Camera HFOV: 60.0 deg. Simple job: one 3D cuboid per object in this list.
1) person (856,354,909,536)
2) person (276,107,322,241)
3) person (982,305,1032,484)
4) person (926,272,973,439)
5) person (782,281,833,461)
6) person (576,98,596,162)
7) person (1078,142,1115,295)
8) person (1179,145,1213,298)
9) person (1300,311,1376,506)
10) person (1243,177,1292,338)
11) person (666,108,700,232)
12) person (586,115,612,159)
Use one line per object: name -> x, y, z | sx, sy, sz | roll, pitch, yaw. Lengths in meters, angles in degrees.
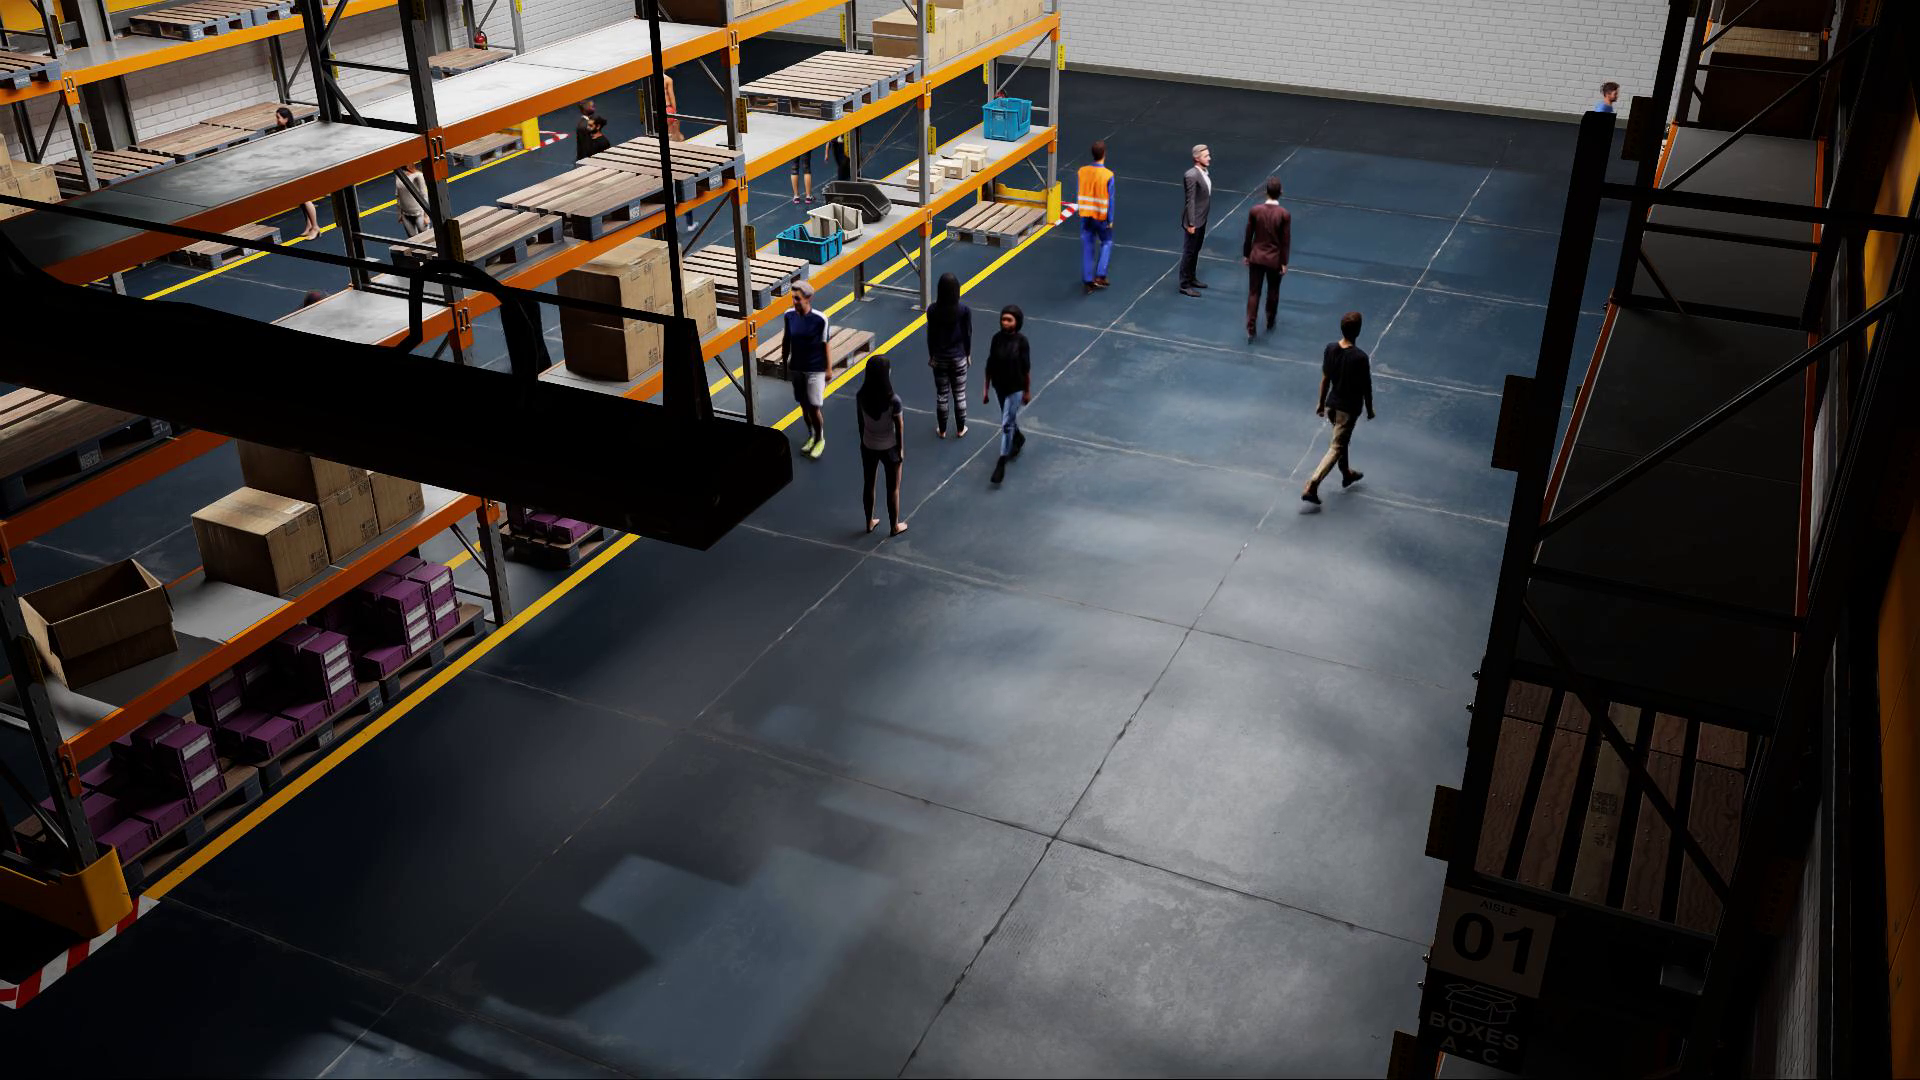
person -> -0.710, -0.854, 14.855 | 0.586, 1.707, 0.503 | 12, 31, 20
person -> -8.848, -4.889, 22.188 | 0.797, 1.769, 0.774 | -19, 34, -31
person -> 0.494, -1.467, 16.032 | 0.598, 1.657, 1.152 | 11, 31, 19
person -> -0.107, -1.850, 16.654 | 0.671, 1.733, 0.652 | 0, 29, 0
person -> -1.442, -1.705, 16.295 | 0.637, 1.822, 0.605 | 13, 31, 22
person -> -5.118, -5.040, 22.495 | 1.119, 1.740, 1.258 | 0, 29, 0
person -> 1.607, -3.902, 20.301 | 0.670, 1.843, 0.657 | 14, 31, 23
person -> 2.890, -3.949, 20.388 | 0.773, 1.842, 0.526 | 12, 31, 21
person -> 3.480, -1.173, 15.322 | 1.263, 1.821, 1.021 | -19, 34, -31
person -> 3.469, -3.183, 18.984 | 0.748, 1.842, 1.048 | 10, 30, 18
person -> -3.868, -4.865, 22.222 | 0.713, 1.694, 0.852 | 3, 29, 6
person -> -4.725, -4.719, 21.889 | 0.719, 1.758, 0.716 | -22, 35, -34
